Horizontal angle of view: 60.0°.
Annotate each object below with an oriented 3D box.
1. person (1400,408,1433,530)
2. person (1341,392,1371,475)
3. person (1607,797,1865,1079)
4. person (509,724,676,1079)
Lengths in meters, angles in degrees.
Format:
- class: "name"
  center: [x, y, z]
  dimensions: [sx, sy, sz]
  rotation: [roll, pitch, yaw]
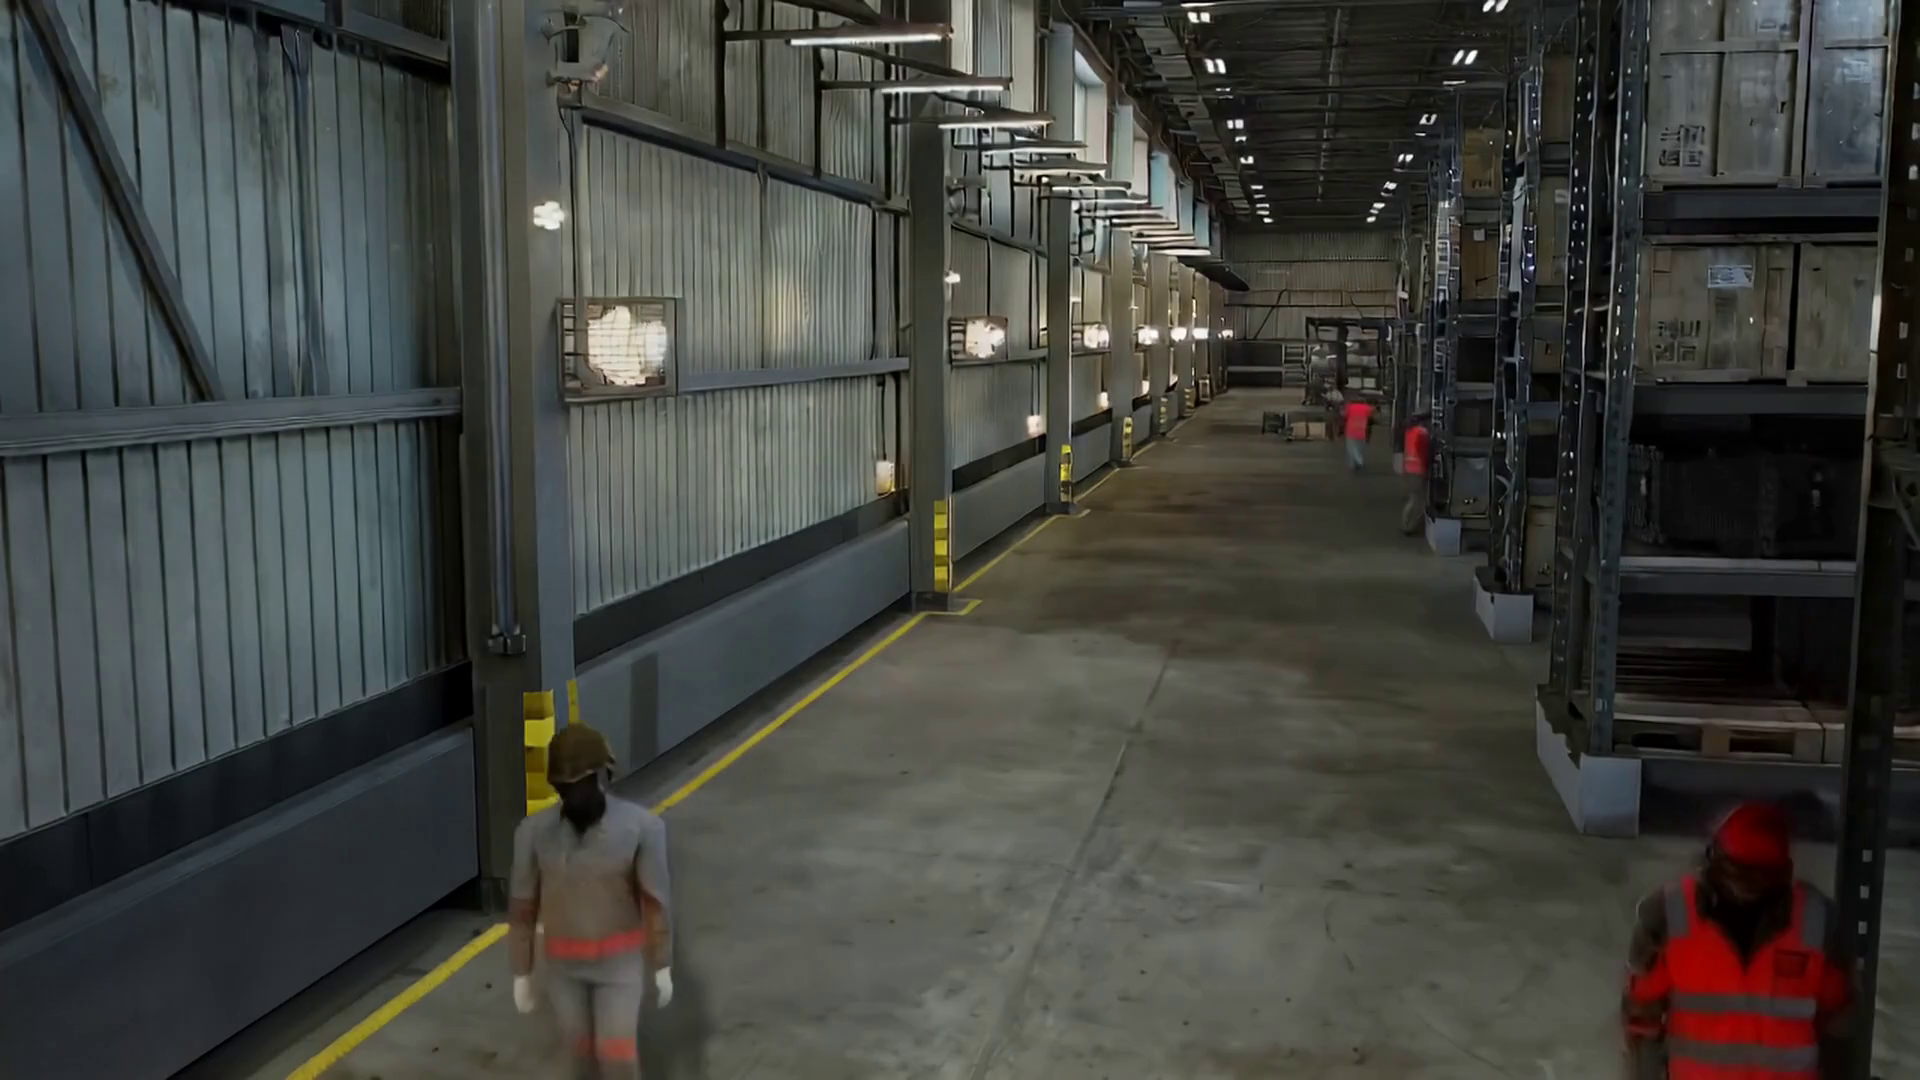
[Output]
- class: "person"
  center: [7.168, -1.093, 25.917]
  dimensions: [0.600, 1.920, 0.626]
  rotation: [-3, 8, -21]
- class: "person"
  center: [8.565, -2.269, 35.802]
  dimensions: [0.631, 1.815, 0.762]
  rotation: [-3, 8, -24]
- class: "person"
  center: [2.150, 1.598, 4.657]
  dimensions: [0.641, 1.869, 0.960]
  rotation: [2, 7, 17]
- class: "person"
  center: [-1.315, 1.499, 5.924]
  dimensions: [0.588, 1.733, 0.390]
  rotation: [1, 7, 7]
